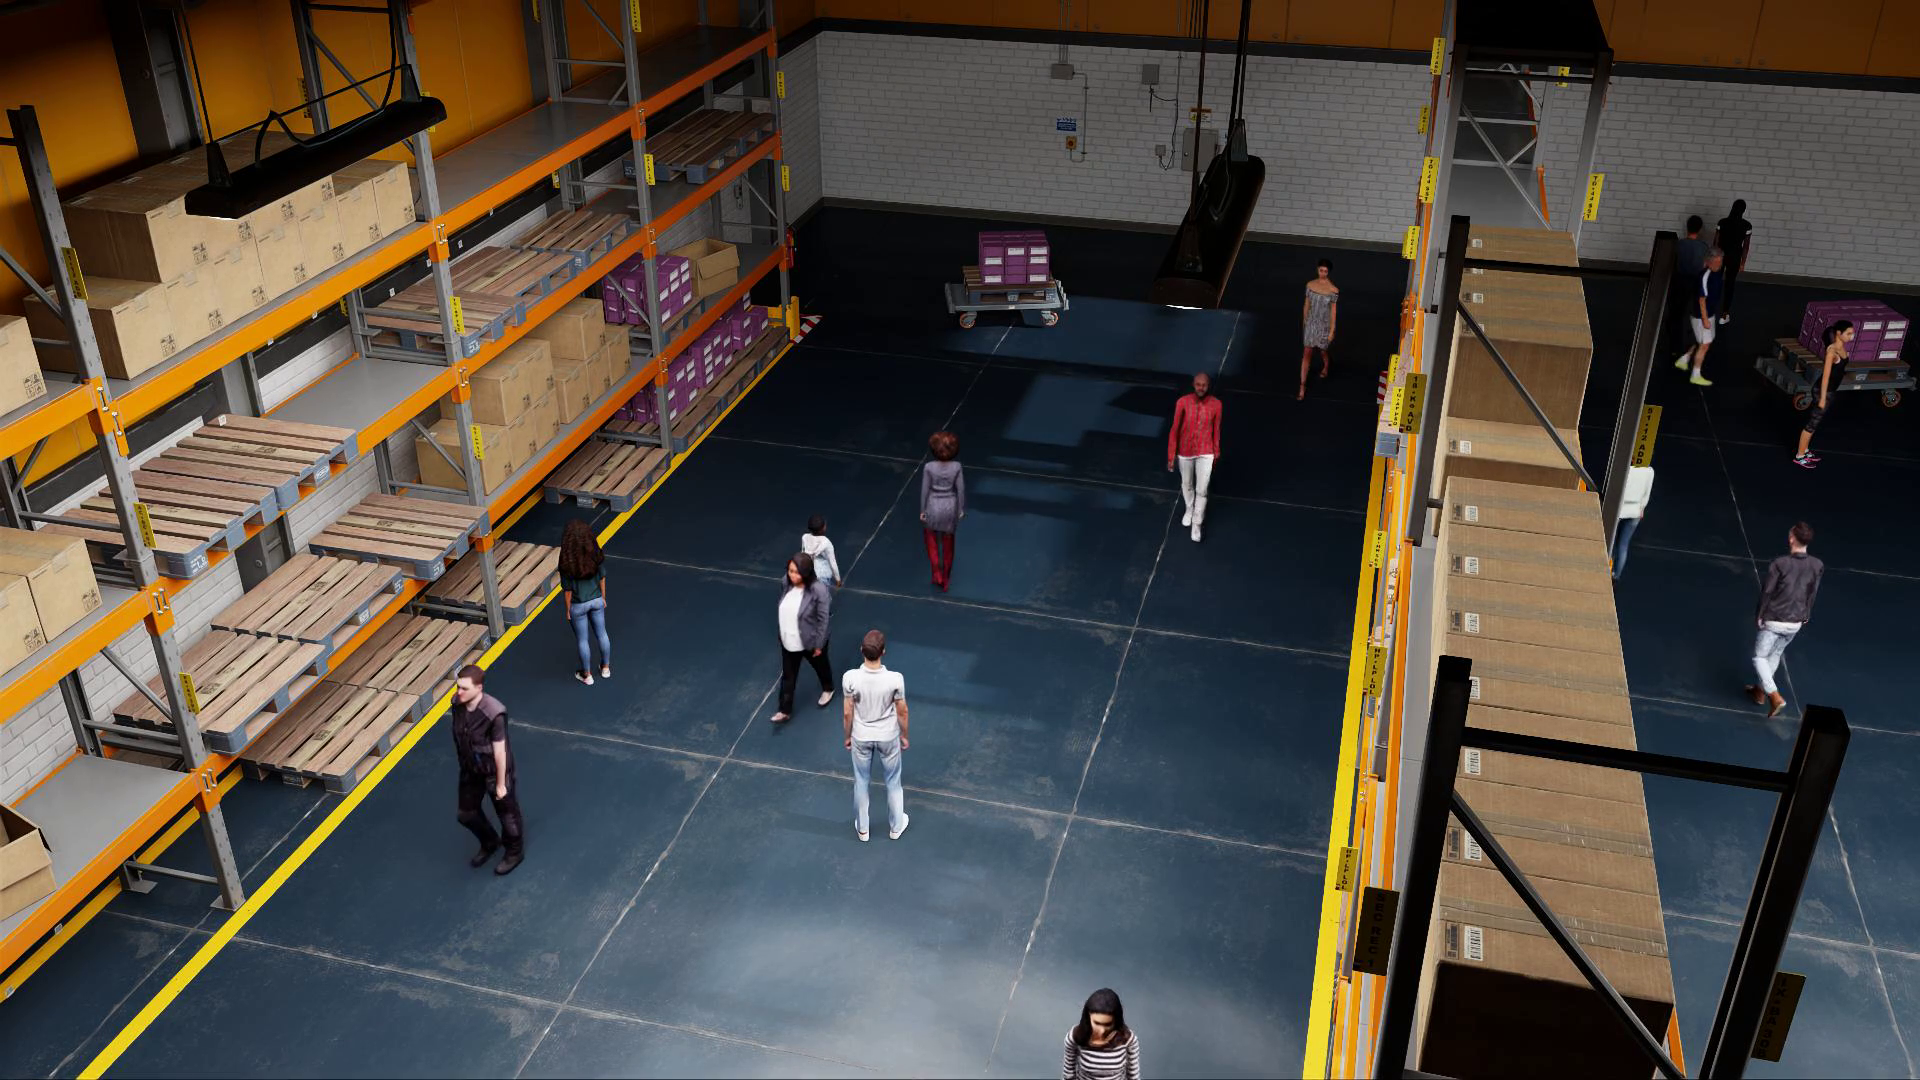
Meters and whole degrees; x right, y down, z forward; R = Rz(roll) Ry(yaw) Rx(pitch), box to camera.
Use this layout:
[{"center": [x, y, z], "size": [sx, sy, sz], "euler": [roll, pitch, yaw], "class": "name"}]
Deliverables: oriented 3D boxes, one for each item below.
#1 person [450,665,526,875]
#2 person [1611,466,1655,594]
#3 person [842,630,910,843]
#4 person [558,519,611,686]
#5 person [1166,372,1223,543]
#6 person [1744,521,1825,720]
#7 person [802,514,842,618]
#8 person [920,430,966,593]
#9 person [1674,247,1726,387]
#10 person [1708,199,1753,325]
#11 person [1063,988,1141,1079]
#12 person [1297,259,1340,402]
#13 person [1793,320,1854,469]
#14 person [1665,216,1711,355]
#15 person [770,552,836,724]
[{"center": [-3.507, 1.689, 12.558], "size": [0.772, 1.835, 0.713], "euler": [14, 32, 24], "class": "person"}, {"center": [6.523, -0.233, 16.302], "size": [0.664, 1.622, 0.887], "euler": [4, 29, 7], "class": "person"}, {"center": [-0.651, 1.521, 12.847], "size": [0.702, 1.851, 0.627], "euler": [0, 29, 1], "class": "person"}, {"center": [-3.351, 0.545, 14.882], "size": [0.706, 1.617, 0.775], "euler": [-19, 34, -30], "class": "person"}, {"center": [2.467, -0.962, 17.463], "size": [0.662, 1.790, 1.034], "euler": [8, 30, 14], "class": "person"}, {"center": [7.114, 0.730, 14.336], "size": [0.842, 1.815, 1.044], "euler": [-1, 29, -2], "class": "person"}, {"center": [-1.363, 0.352, 15.626], "size": [0.579, 1.243, 0.700], "euler": [16, 32, 27], "class": "person"}, {"center": [-0.166, -0.234, 16.226], "size": [0.709, 1.696, 0.738], "euler": [-4, 29, -6], "class": "person"}, {"center": [9.266, -2.826, 20.869], "size": [0.883, 1.801, 0.838], "euler": [17, 33, 28], "class": "person"}, {"center": [10.500, -3.822, 22.771], "size": [0.656, 1.729, 0.615], "euler": [14, 31, 24], "class": "person"}, {"center": [0.817, 3.257, 9.755], "size": [0.805, 1.765, 1.083], "euler": [-2, 29, -4], "class": "person"}, {"center": [4.465, -2.631, 20.533], "size": [0.776, 1.780, 1.144], "euler": [16, 32, 26], "class": "person"}, {"center": [9.780, -1.679, 18.845], "size": [0.716, 1.726, 0.604], "euler": [21, 35, 33], "class": "person"}, {"center": [9.468, -3.294, 21.773], "size": [0.758, 1.757, 1.193], "euler": [4, 29, 7], "class": "person"}, {"center": [-1.297, 0.815, 14.454], "size": [0.816, 1.553, 1.108], "euler": [13, 31, 23], "class": "person"}]
